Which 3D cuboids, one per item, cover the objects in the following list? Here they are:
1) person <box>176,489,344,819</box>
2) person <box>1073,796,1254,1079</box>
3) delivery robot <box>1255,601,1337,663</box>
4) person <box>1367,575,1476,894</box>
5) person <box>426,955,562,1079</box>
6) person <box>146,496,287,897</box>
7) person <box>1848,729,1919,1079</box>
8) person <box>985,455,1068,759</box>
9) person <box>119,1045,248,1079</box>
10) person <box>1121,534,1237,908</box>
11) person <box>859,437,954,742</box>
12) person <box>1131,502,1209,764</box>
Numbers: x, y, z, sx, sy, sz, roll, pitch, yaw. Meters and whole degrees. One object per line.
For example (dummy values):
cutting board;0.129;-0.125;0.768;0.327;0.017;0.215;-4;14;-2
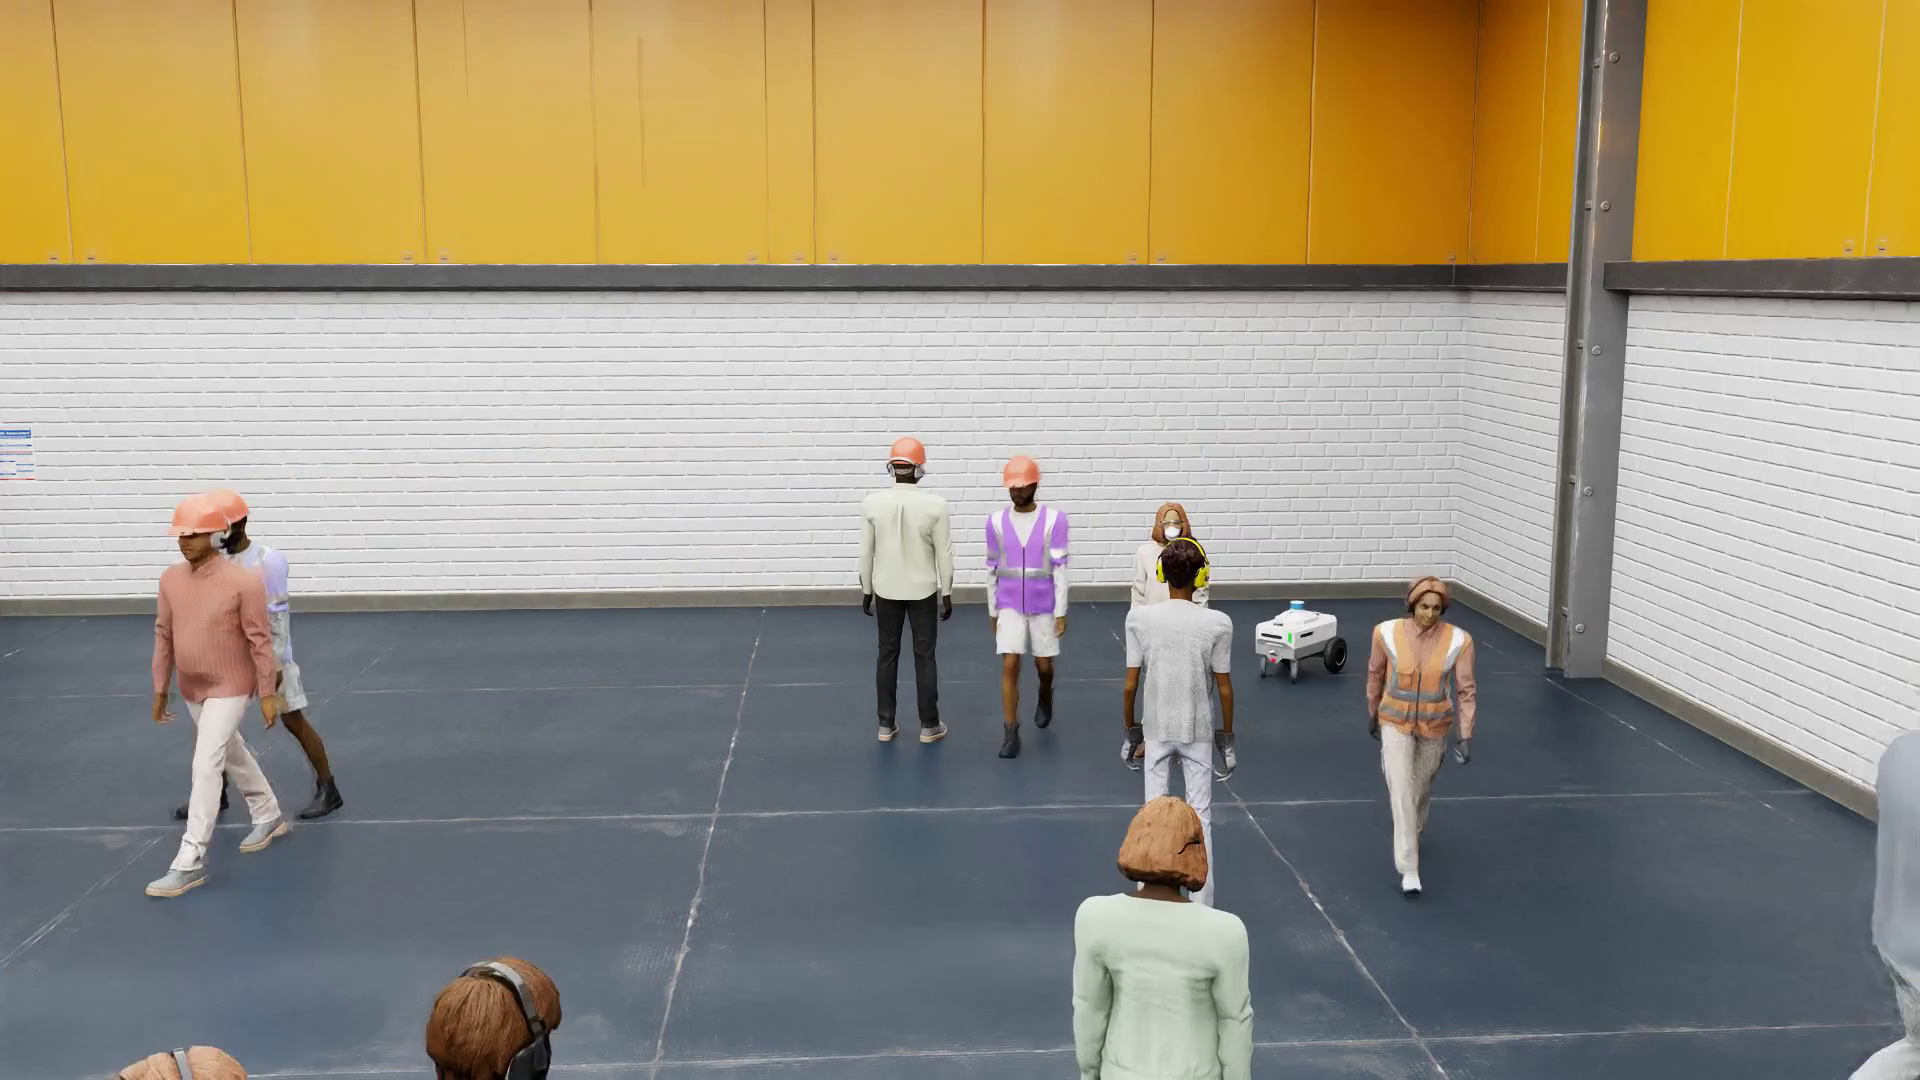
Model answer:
person;-3.980;0.637;9.270;0.764;1.884;0.554;3;10;20
person;0.554;1.501;4.564;0.498;1.633;0.280;4;10;22
delivery robot;2.557;0.705;12.644;0.477;0.478;0.707;8;12;42
person;2.305;0.931;8.343;0.520;1.566;0.935;2;9;12
person;-0.834;1.647;3.026;0.635;1.835;0.429;3;9;17
person;-3.797;0.732;8.444;0.637;1.945;1.009;3;10;20
person;2.949;1.275;5.092;0.556;1.916;0.639;1;9;5
person;0.436;0.391;10.677;0.551;1.912;0.791;2;9;10
person;-1.393;1.725;3.153;0.515;1.636;0.315;5;10;28
person;0.997;0.904;7.576;0.531;1.870;0.317;3;9;16
person;-0.342;0.325;10.824;0.626;1.991;0.390;2;9;11
person;1.299;0.574;10.380;0.500;1.636;0.280;4;10;25
